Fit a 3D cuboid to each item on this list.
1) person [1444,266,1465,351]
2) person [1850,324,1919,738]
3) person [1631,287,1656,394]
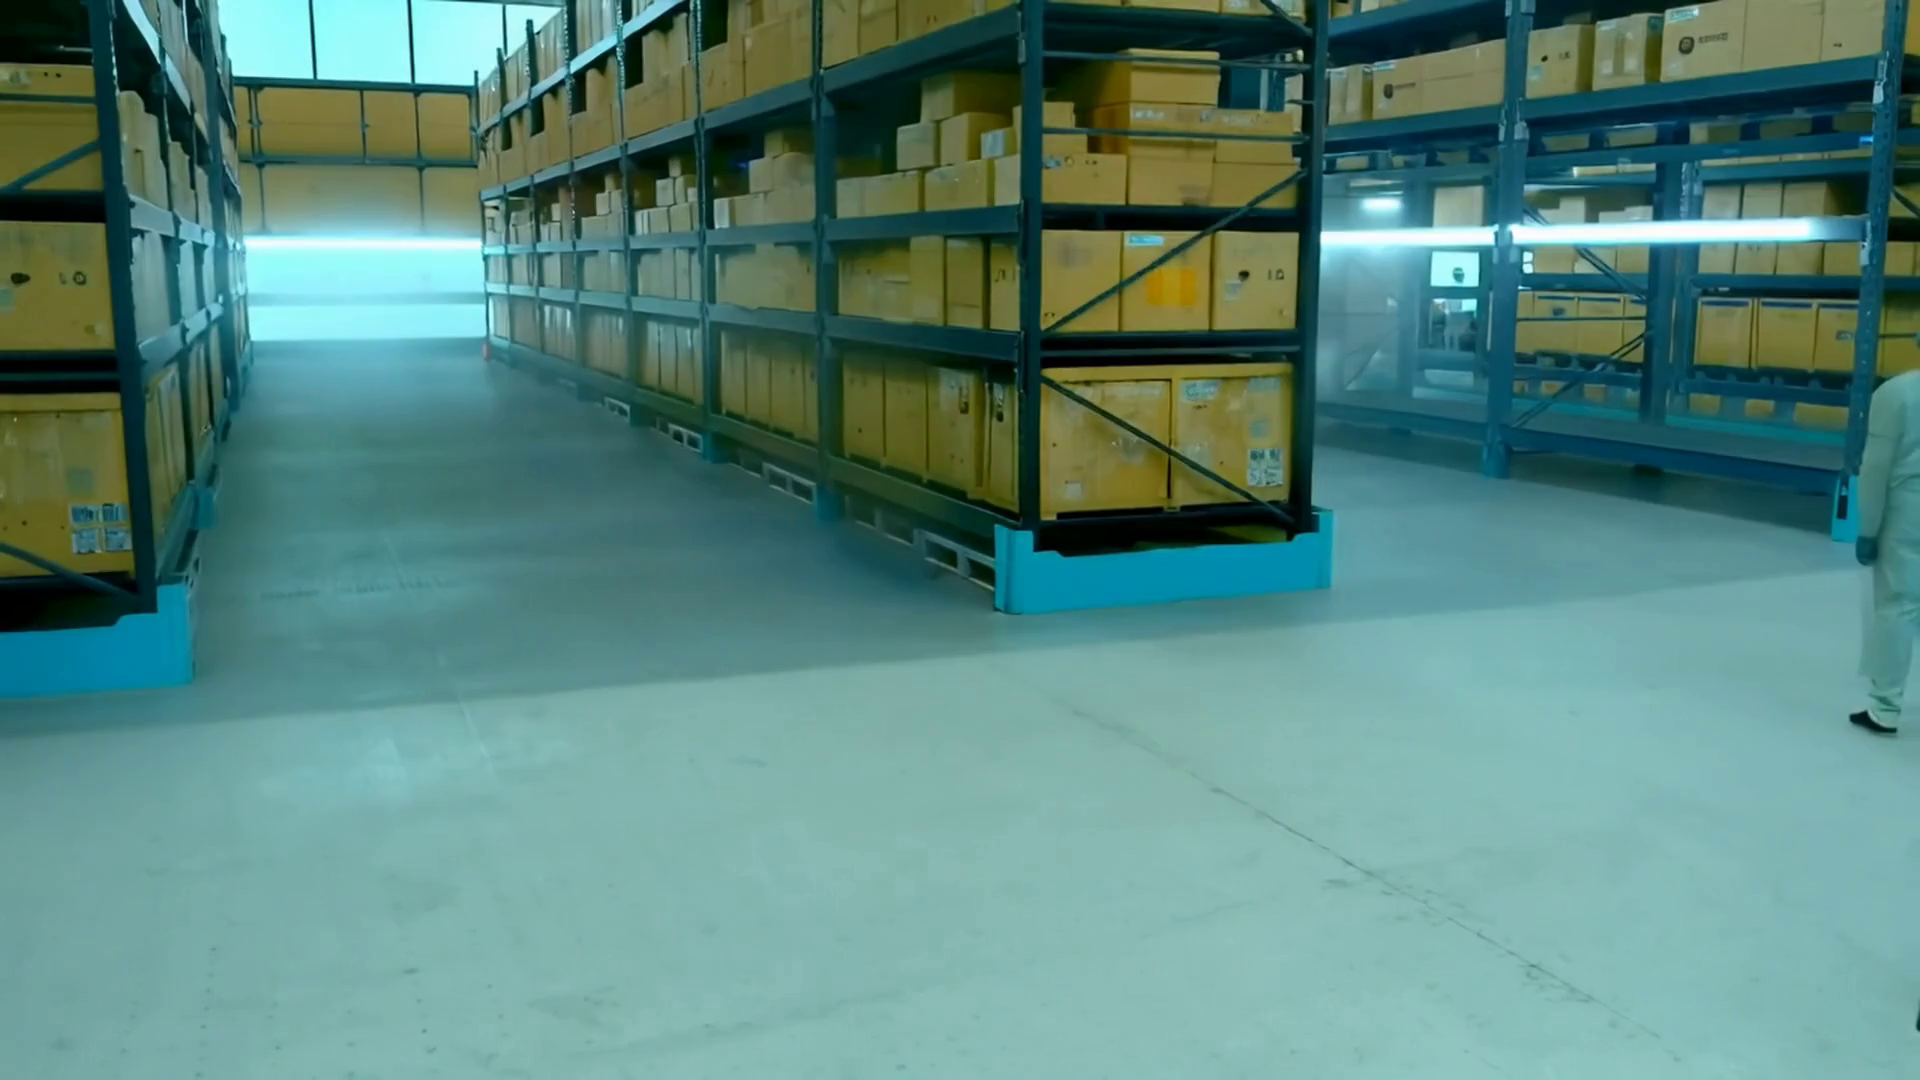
[{"bbox_3d":[11.070,-5.121,37.184,0.378,1.994,0.612,-3,10,-17],"label":"person"},{"bbox_3d":[4.231,-0.074,7.257,0.645,1.898,0.397,1,10,4],"label":"person"},{"bbox_3d":[10.864,-3.171,26.219,0.526,1.757,0.343,-2,10,-14],"label":"person"}]
